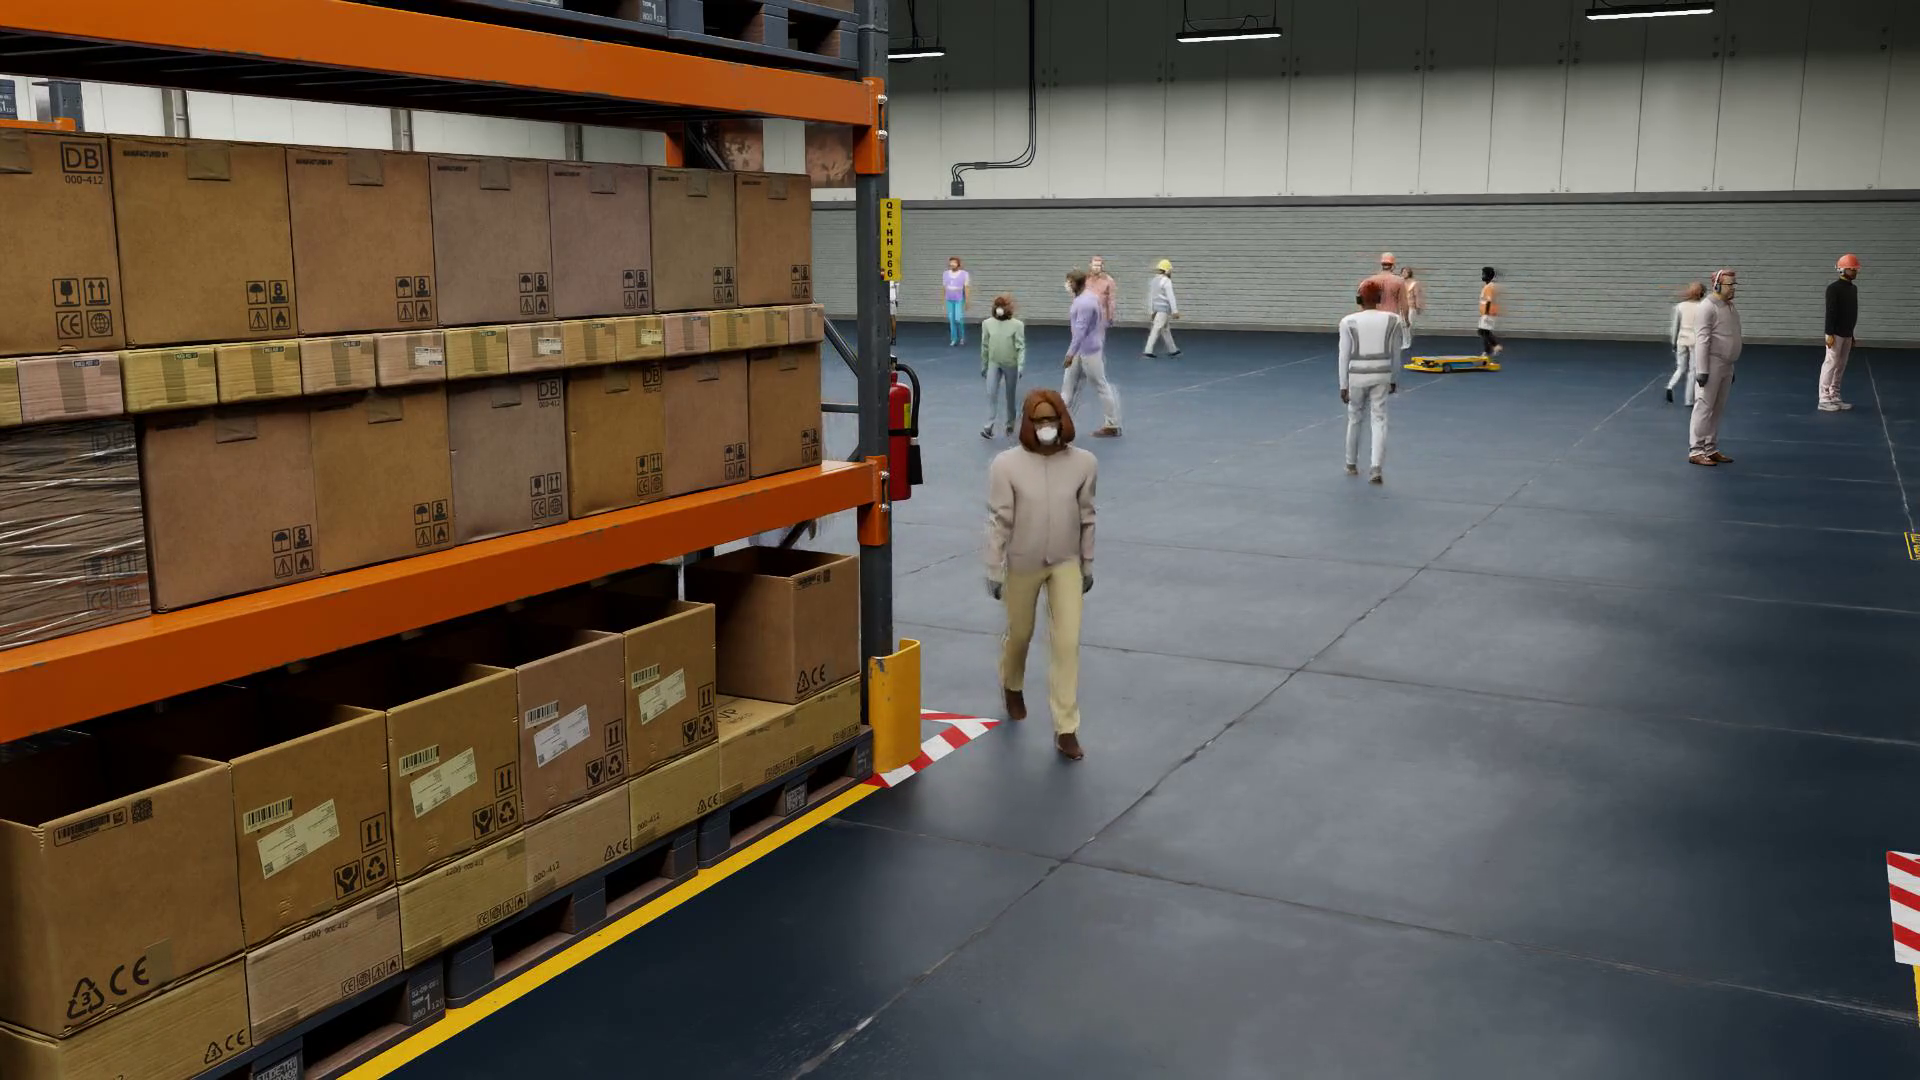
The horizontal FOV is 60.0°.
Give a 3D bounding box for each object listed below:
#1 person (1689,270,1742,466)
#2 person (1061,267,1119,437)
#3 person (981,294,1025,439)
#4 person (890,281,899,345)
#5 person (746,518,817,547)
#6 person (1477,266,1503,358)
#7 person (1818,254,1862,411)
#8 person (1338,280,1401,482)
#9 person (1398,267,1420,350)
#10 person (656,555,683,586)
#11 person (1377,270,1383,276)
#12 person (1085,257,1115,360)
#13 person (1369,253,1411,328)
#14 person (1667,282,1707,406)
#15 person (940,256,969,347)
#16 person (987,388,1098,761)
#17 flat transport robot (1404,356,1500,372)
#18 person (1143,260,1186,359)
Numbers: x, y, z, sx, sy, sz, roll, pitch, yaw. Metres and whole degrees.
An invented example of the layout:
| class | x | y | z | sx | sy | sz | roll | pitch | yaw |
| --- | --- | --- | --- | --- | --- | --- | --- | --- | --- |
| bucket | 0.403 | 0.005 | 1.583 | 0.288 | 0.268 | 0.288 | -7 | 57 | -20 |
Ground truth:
| class | x | y | z | sx | sy | sz | roll | pitch | yaw |
| --- | --- | --- | --- | --- | --- | --- | --- | --- | --- |
| person | 7.421 | -1.685 | 16.296 | 0.651 | 1.907 | 0.409 | -9 | 14 | -40 |
| person | 1.314 | -2.066 | 18.440 | 1.023 | 1.874 | 0.655 | -1 | 10 | -6 |
| person | 0.455 | -1.895 | 18.282 | 0.524 | 1.583 | 0.839 | 3 | 11 | 16 |
| person | -1.503 | -4.922 | 33.853 | 0.545 | 1.942 | 0.347 | -5 | 11 | -24 |
| person | -1.018 | -0.151 | 8.447 | 0.538 | 1.710 | 0.873 | 8 | 13 | 36 |
| person | 9.447 | -4.027 | 29.661 | 0.420 | 1.689 | 0.538 | 2 | 11 | 11 |
| person | 11.319 | -2.658 | 21.364 | 0.622 | 1.993 | 0.382 | -8 | 13 | -36 |
| person | 3.771 | -1.470 | 15.336 | 0.576 | 1.841 | 0.964 | 1 | 10 | 7 |
| person | 8.726 | -4.537 | 32.602 | 0.497 | 1.621 | 0.548 | -9 | 14 | -41 |
| person | -1.611 | -0.208 | 8.500 | 0.637 | 1.816 | 0.659 | 2 | 11 | 11 |
| person | 8.517 | -4.746 | 33.375 | 0.522 | 1.769 | 0.311 | 9 | 14 | 41 |
| person | 2.252 | -3.759 | 27.652 | 0.666 | 1.887 | 0.476 | 3 | 11 | 15 |
| person | 6.687 | -3.474 | 25.910 | 0.638 | 1.945 | 0.977 | 8 | 13 | 37 |
| person | 9.565 | -2.553 | 21.787 | 0.415 | 1.630 | 0.521 | -8 | 13 | -36 |
| person | -0.100 | -4.795 | 33.482 | 0.566 | 1.828 | 0.446 | 6 | 12 | 28 |
| person | 0.357 | 0.101 | 7.404 | 0.500 | 1.591 | 0.841 | -2 | 11 | -10 |
| flat transport robot | 8.144 | -2.925 | 27.525 | 1.431 | 0.197 | 0.652 | -4 | 11 | -19 |
| person | 3.710 | -4.168 | 30.172 | 0.945 | 1.791 | 0.584 | -3 | 11 | -18 |
